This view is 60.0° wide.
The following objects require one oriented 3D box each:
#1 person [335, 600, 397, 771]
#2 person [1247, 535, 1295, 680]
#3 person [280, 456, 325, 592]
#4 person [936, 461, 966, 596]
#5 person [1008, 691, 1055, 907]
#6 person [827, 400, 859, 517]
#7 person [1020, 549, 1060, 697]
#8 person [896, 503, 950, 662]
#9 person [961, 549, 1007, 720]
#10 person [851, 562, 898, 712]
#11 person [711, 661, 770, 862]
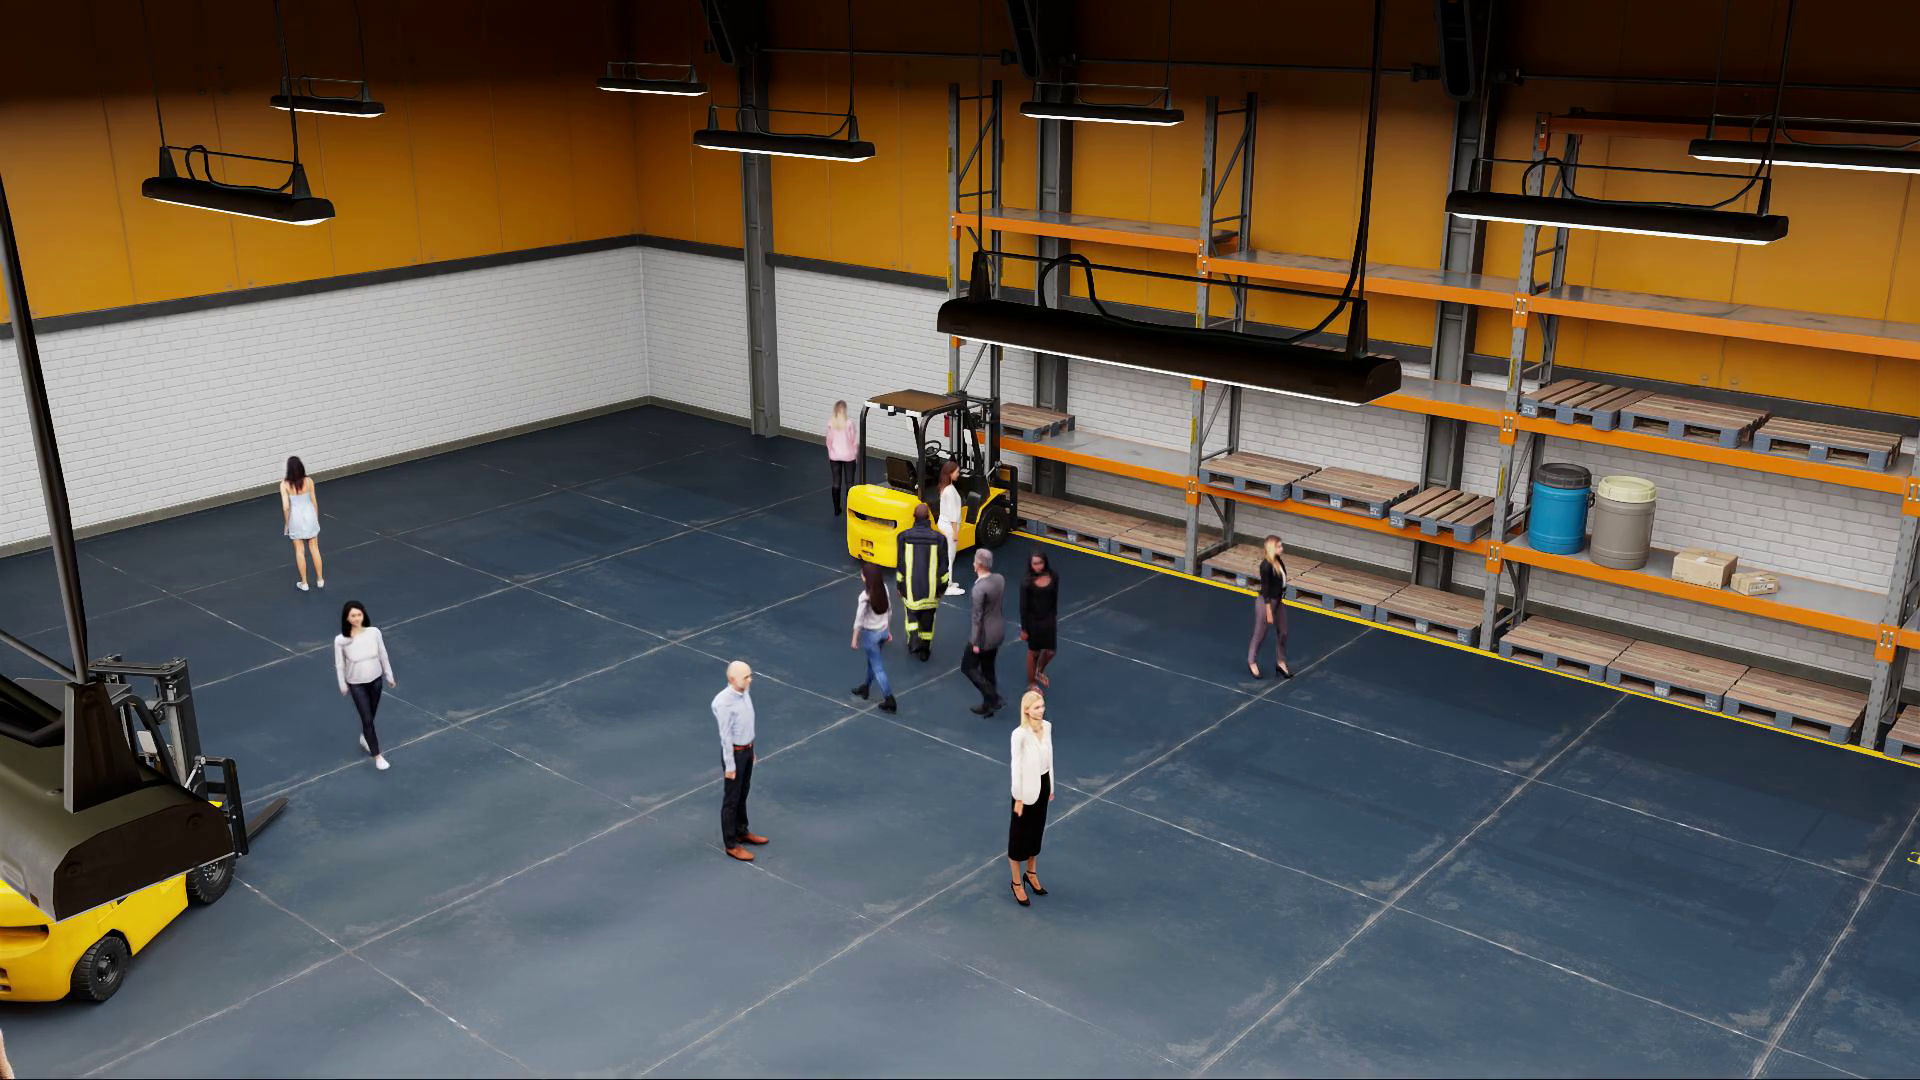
[{"bbox_3d":[-5.812,1.370,16.194,0.741,1.656,1.125,-15,24,-38],"label":"person"},{"bbox_3d":[3.280,0.729,18.097,0.756,1.656,0.647,12,22,31],"label":"person"},{"bbox_3d":[-8.234,-0.228,20.822,0.637,1.730,0.606,-13,22,-33],"label":"person"},{"bbox_3d":[-0.141,-0.160,20.683,0.747,1.690,0.657,-5,19,-14],"label":"person"},{"bbox_3d":[0.584,2.110,13.679,0.513,1.858,0.617,16,24,39],"label":"person"},{"bbox_3d":[-1.676,-1.170,23.687,0.606,1.687,0.732,6,19,17],"label":"person"},{"bbox_3d":[0.824,0.863,17.635,0.795,1.696,0.849,-12,22,-32],"label":"person"},{"bbox_3d":[-0.434,0.485,18.583,0.922,1.807,0.991,1,19,2],"label":"person"},{"bbox_3d":[0.335,0.987,17.075,0.783,1.818,0.768,10,21,27],"label":"person"},{"bbox_3d":[-0.833,1.027,17.294,0.914,1.603,0.669,13,22,33],"label":"person"},{"bbox_3d":[-1.932,1.882,14.464,0.705,1.790,0.718,6,19,17],"label":"person"}]
